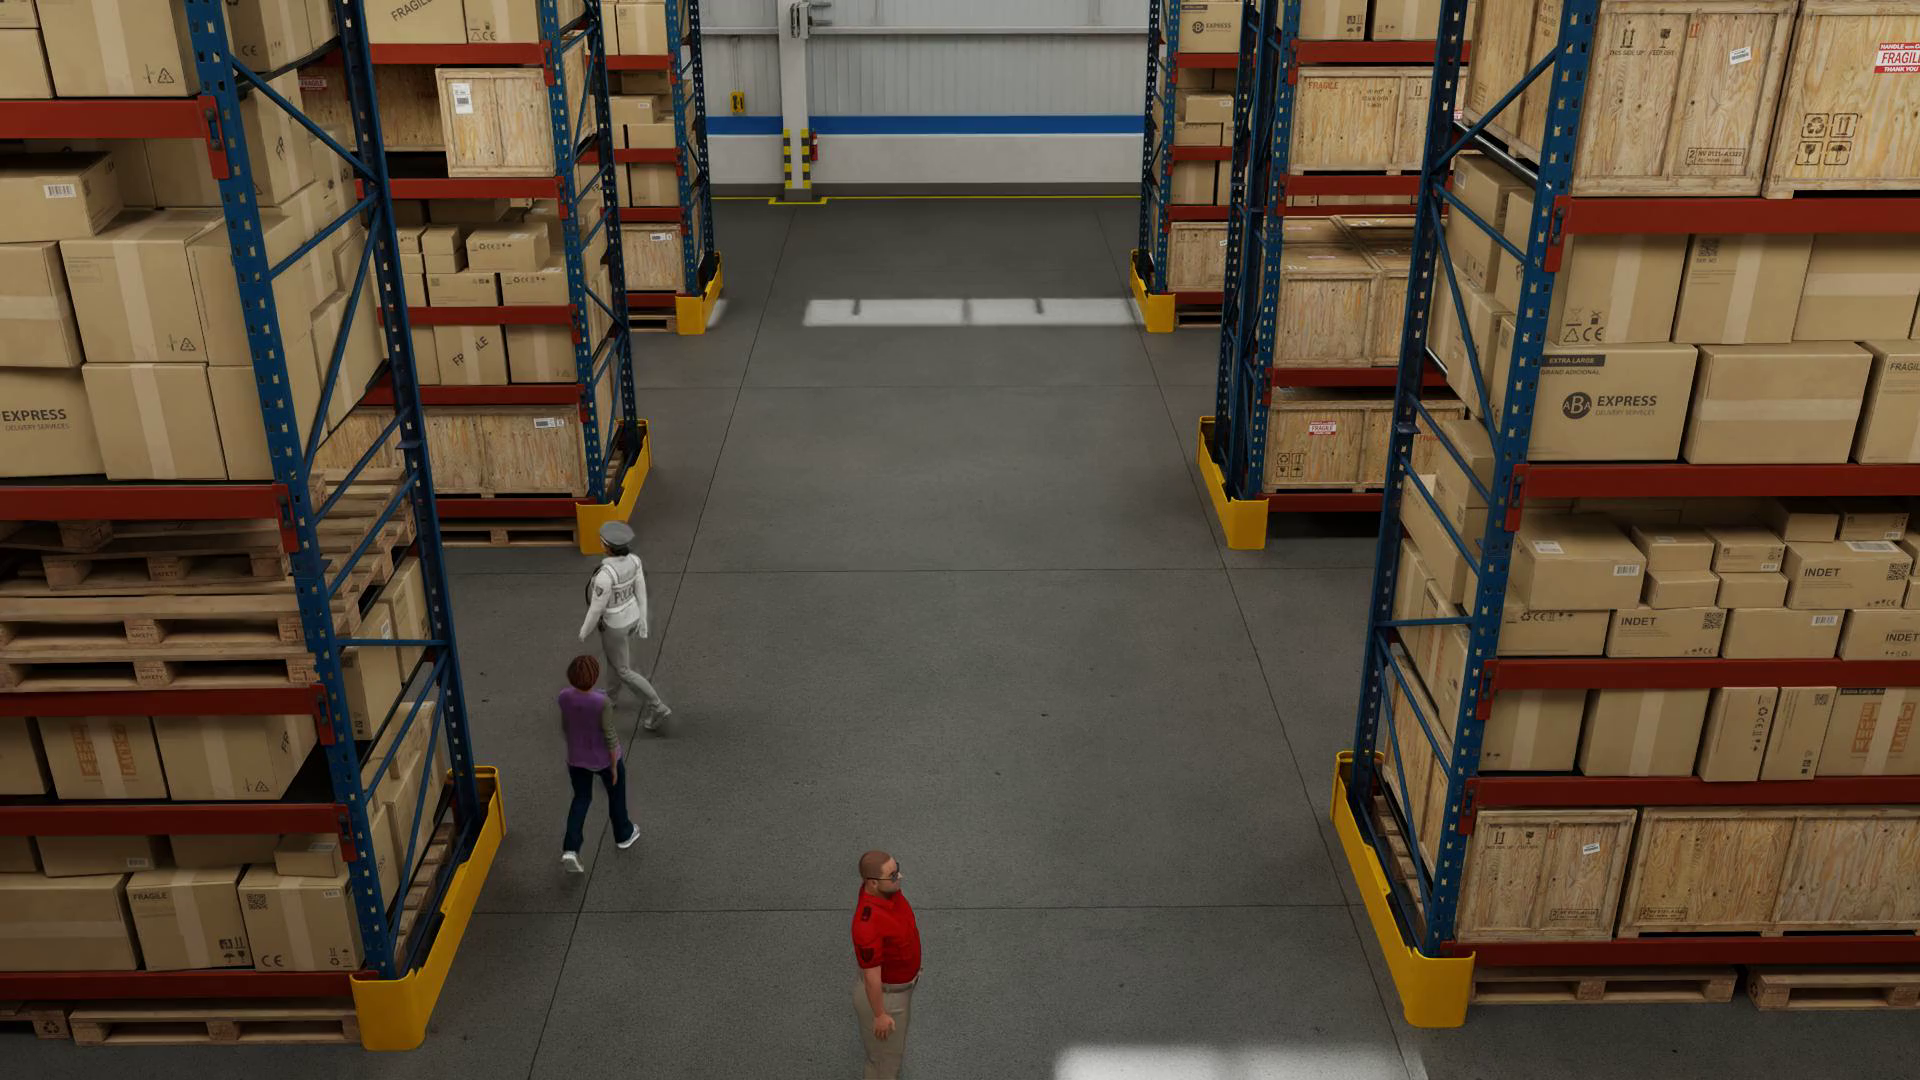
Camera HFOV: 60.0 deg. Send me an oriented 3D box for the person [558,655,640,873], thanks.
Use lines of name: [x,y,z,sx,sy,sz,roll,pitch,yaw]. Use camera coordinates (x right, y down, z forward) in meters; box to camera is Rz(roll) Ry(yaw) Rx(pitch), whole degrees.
person: [-2.418,1.450,10.974,0.416,1.591,0.753,4,25,9]

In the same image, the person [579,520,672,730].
person: [-2.606,0.624,12.636,0.914,1.653,0.490,11,27,22]

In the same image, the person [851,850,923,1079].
person: [-0.370,2.383,8.830,0.382,1.727,0.520,1,25,3]
